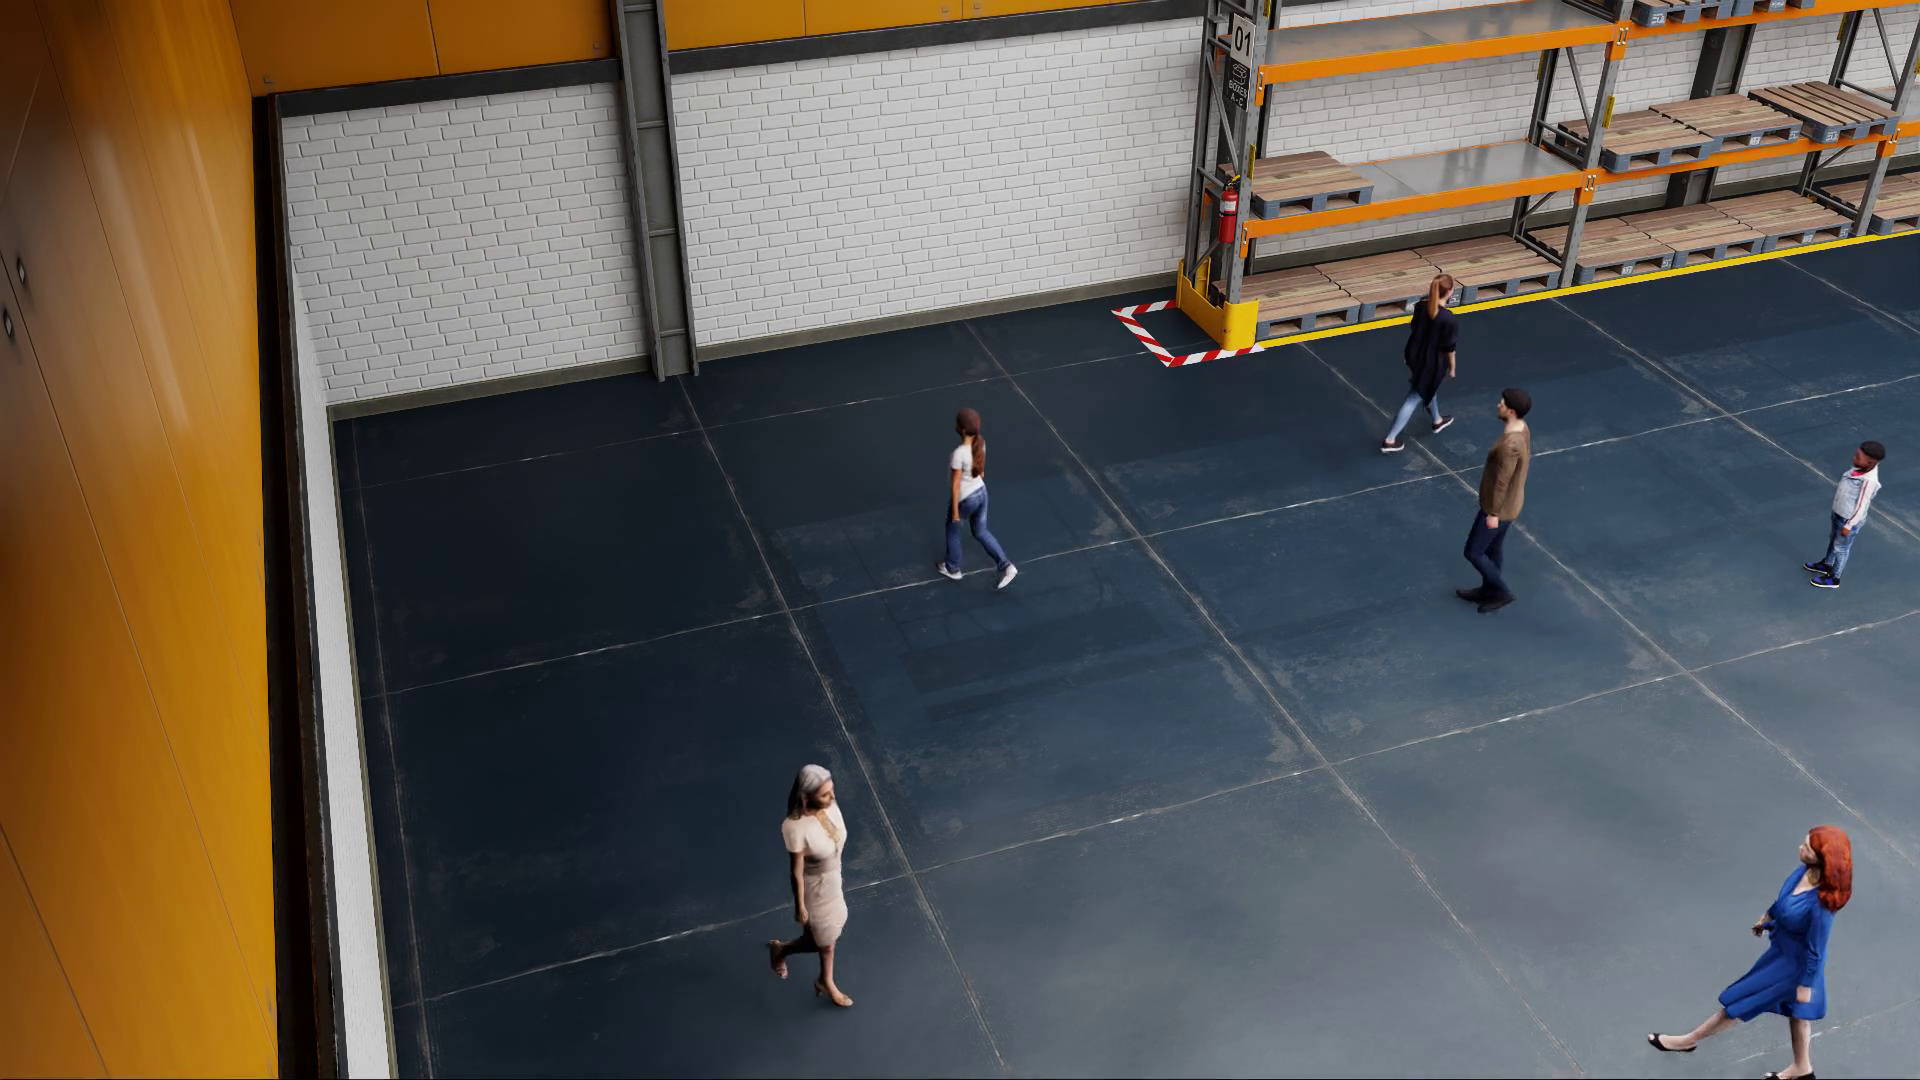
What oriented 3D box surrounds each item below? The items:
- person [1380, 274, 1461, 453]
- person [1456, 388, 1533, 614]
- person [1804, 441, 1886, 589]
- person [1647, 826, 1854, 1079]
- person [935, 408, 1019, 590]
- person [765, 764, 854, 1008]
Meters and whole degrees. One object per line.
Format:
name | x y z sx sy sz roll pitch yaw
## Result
person | 3.980 -1.478 14.405 1.173 1.628 0.795 -19 38 -26
person | 4.082 -0.257 12.341 0.871 1.880 0.810 15 37 22
person | 6.873 -0.217 12.840 0.611 1.261 0.566 7 34 10
person | 4.425 2.243 8.664 1.164 1.786 1.075 12 36 18
person | 0.117 -0.296 12.703 0.909 1.544 0.991 25 41 33
person | -0.869 1.917 9.210 0.912 1.725 0.853 15 36 21
